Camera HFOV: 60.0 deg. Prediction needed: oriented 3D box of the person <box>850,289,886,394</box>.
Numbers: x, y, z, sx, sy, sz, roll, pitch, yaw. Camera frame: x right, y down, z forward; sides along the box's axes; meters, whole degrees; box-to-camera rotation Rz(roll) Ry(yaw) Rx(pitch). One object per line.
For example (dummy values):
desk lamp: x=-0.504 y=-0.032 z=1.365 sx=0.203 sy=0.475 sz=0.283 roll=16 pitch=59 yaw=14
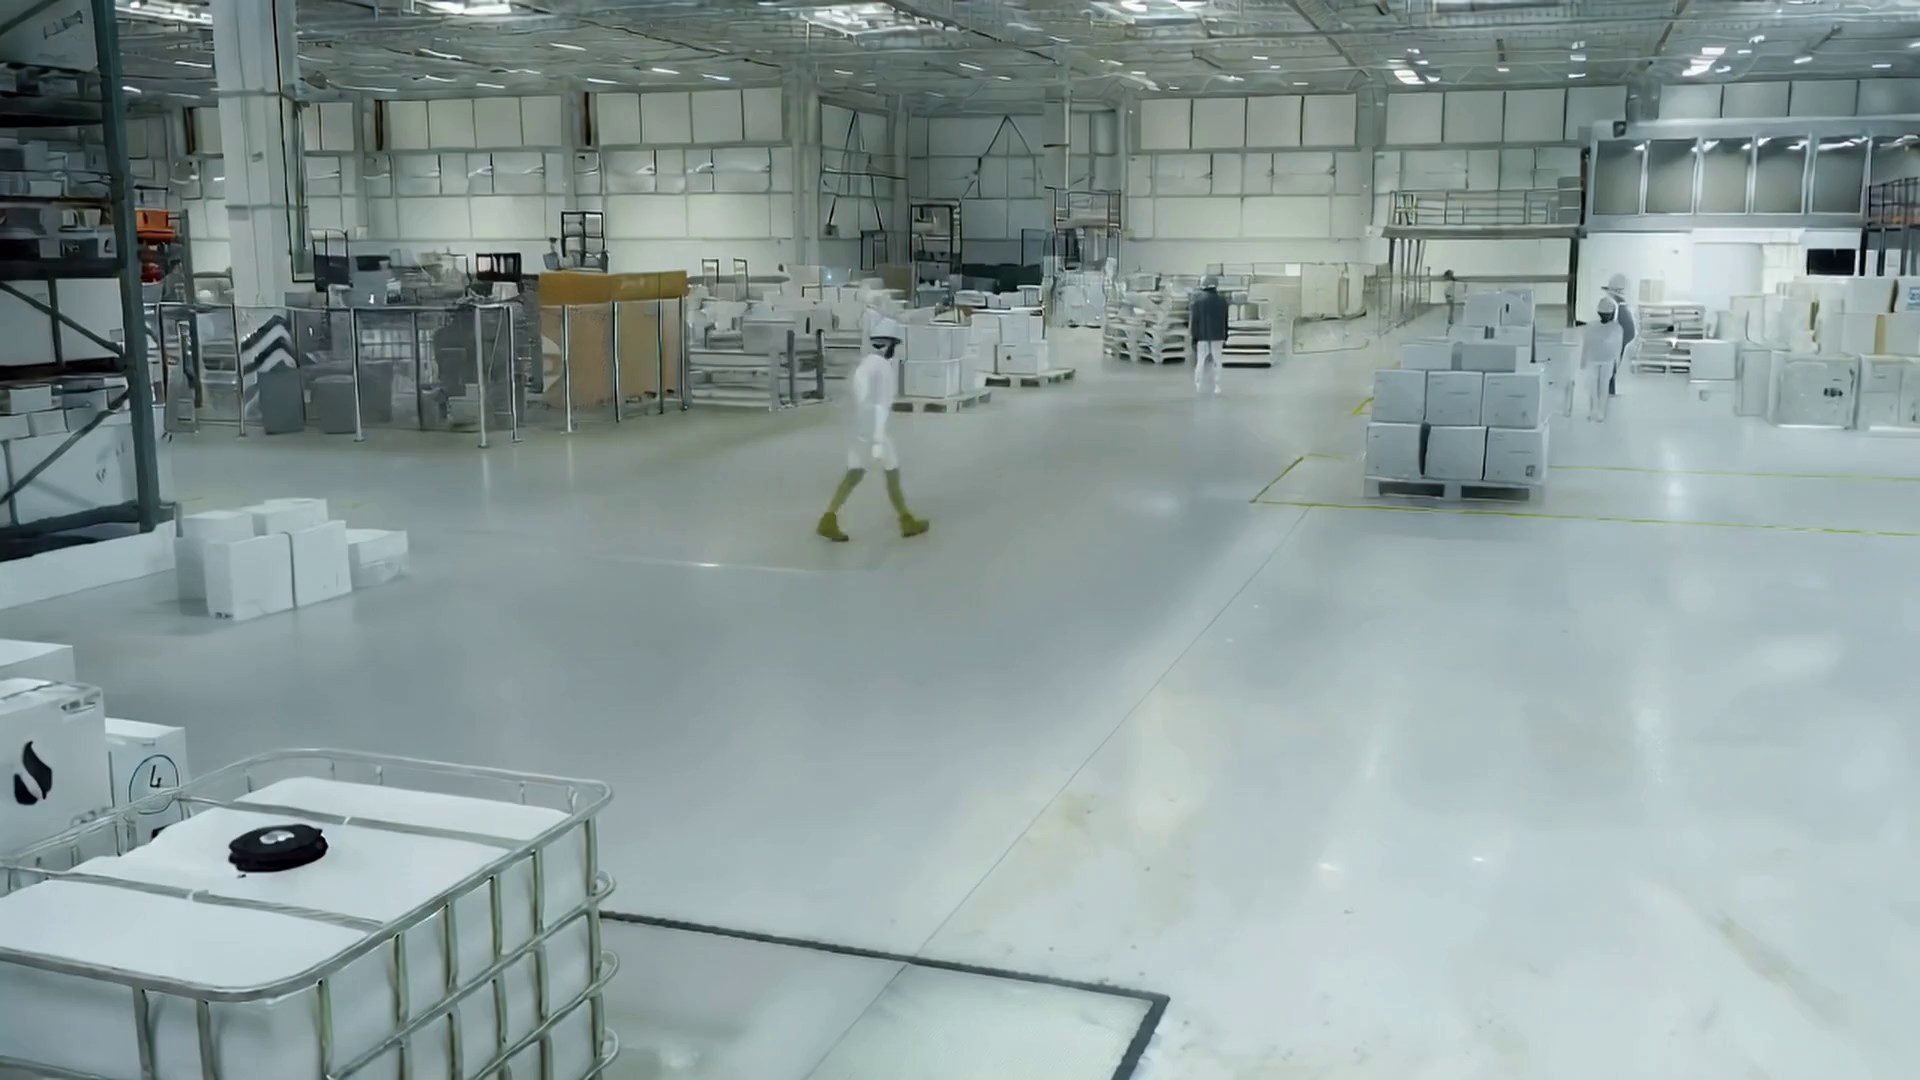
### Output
person: x=-1.401 y=-3.200 z=27.199 sx=0.942 sy=1.777 sz=0.614 roll=3 pitch=11 yaw=17

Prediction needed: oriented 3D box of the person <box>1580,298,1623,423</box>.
person: x=9.055 y=-2.533 z=23.488 sx=0.550 sy=1.751 sz=0.417 roll=5 pitch=11 yaw=28

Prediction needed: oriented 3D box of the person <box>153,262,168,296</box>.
person: x=-27.652 y=-8.640 z=57.474 sx=0.644 sy=1.908 sz=0.408 roll=6 pitch=12 yaw=29

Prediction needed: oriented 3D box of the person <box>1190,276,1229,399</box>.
person: x=4.046 y=-3.272 z=26.988 sx=0.622 sy=1.993 sz=0.382 roll=1 pitch=10 yaw=4

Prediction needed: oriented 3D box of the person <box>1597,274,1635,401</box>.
person: x=10.568 y=-3.254 z=26.761 sx=0.536 sy=2.000 sz=0.688 roll=8 pitch=13 yaw=39

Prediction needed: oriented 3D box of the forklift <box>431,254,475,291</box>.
forklift: x=-20.133 y=-10.254 z=65.465 sx=1.157 sy=1.987 sz=2.680 roll=3 pitch=11 yaw=19

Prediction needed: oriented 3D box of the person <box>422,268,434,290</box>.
person: x=-19.411 y=-9.189 z=60.778 sx=0.403 sy=1.832 sz=0.586 roll=-7 pitch=12 yaw=-34

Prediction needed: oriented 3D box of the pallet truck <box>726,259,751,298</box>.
pallet truck: x=-7.986 y=-9.493 z=62.019 sx=0.823 sy=1.965 sz=1.885 roll=3 pitch=11 yaw=17

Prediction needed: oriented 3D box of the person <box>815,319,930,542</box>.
person: x=-0.755 y=-0.910 z=14.045 sx=1.014 sy=1.881 sz=0.593 roll=-5 pitch=11 yaw=-28

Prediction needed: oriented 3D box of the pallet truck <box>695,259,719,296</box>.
pallet truck: x=-9.165 y=-9.627 z=62.776 sx=0.823 sy=1.965 sz=1.885 roll=4 pitch=11 yaw=23

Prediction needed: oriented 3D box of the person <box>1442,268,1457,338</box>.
person: x=12.933 y=-6.220 z=43.897 sx=0.356 sy=1.887 sz=0.572 roll=3 pitch=10 yaw=16

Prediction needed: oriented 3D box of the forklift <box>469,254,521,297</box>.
forklift: x=-17.990 y=-10.121 z=64.684 sx=1.157 sy=1.987 sz=2.680 roll=3 pitch=11 yaw=17

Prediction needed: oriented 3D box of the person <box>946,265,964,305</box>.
person: x=-0.219 y=-7.155 z=48.848 sx=0.633 sy=1.994 sz=1.000 roll=-7 pitch=12 yaw=-36

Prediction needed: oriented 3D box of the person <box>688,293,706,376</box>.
person: x=-4.623 y=-3.439 z=28.803 sx=0.733 sy=1.677 sz=0.532 roll=5 pitch=11 yaw=25
